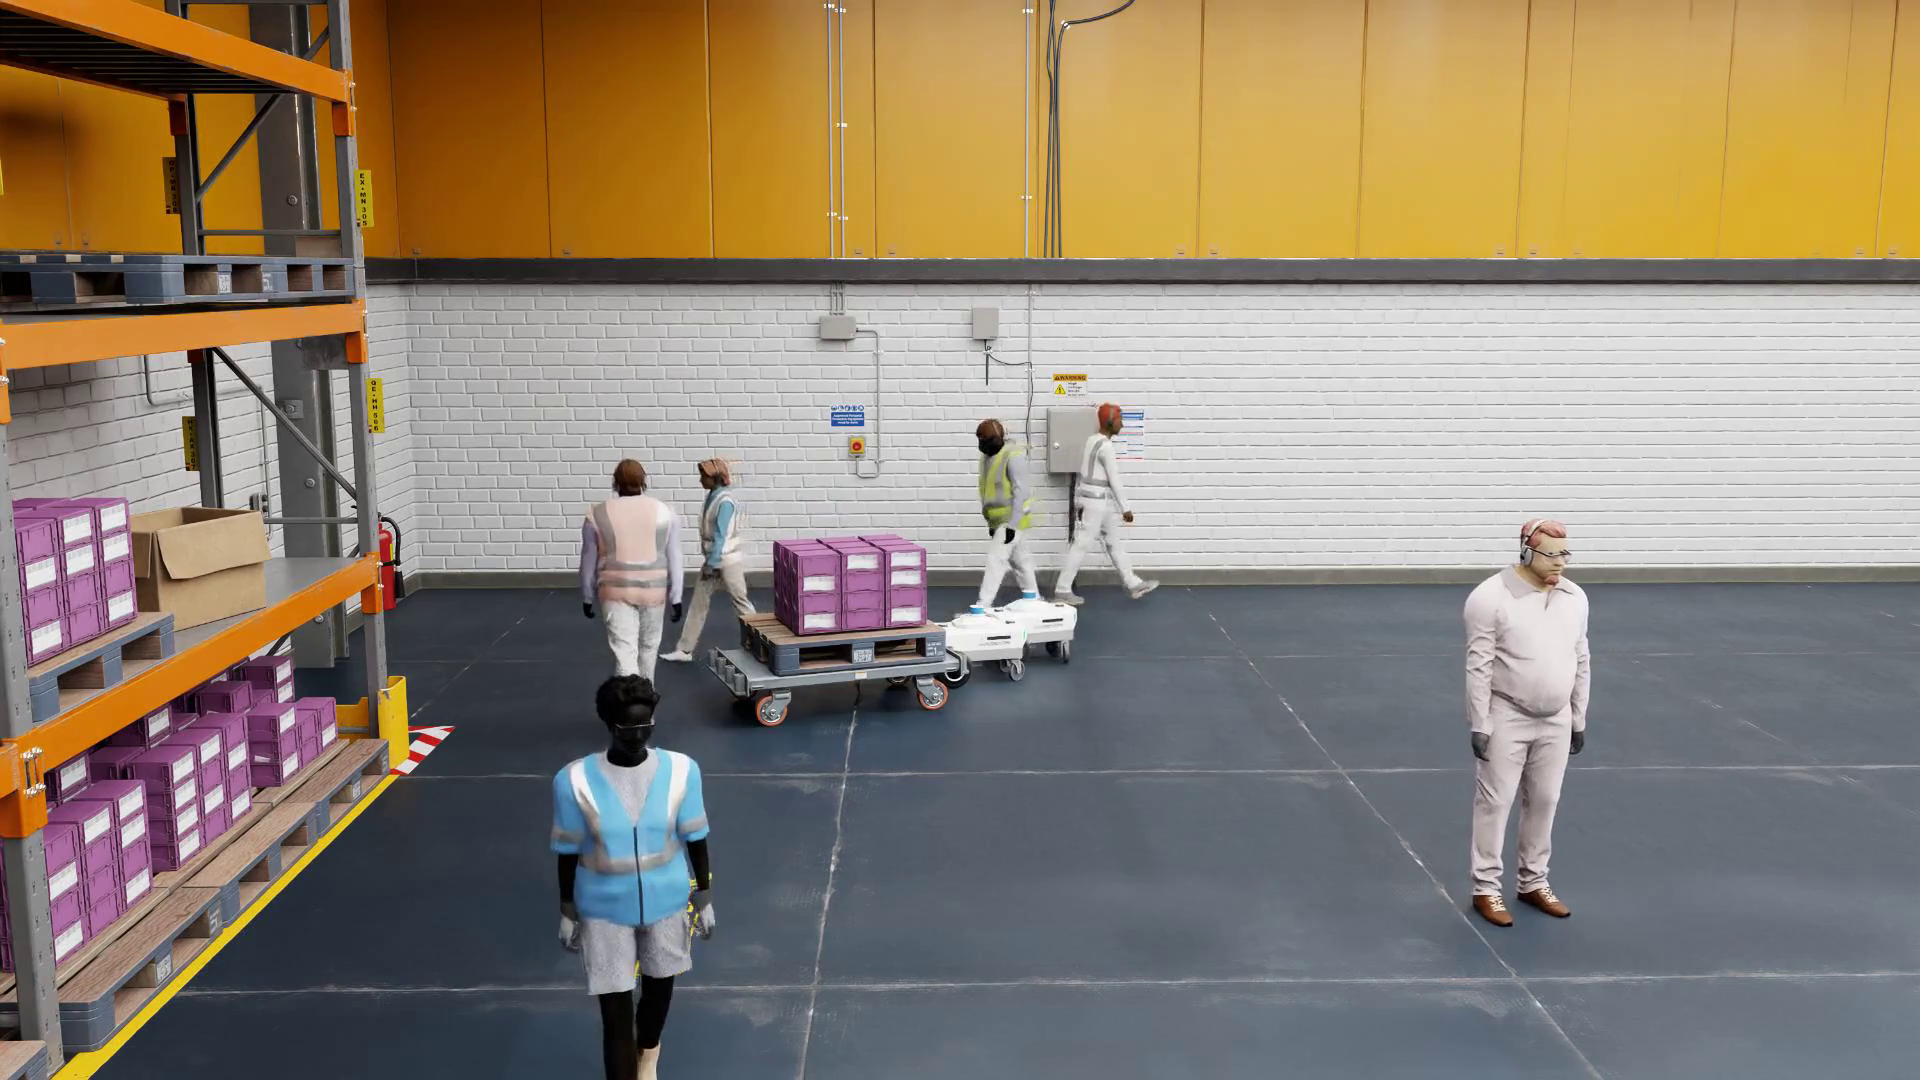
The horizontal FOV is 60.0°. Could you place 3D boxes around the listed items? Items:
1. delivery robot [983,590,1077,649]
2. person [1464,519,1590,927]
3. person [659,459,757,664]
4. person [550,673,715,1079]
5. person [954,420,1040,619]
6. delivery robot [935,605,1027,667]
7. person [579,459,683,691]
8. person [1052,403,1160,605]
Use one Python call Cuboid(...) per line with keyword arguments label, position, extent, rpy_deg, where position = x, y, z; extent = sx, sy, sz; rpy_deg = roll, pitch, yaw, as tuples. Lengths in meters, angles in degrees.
Cuboid(label="delivery robot", position=(0.535, 0.627, 12.836), extent=(0.707, 0.478, 0.477), rpy_deg=(-4, 10, -22))
Cuboid(label="person", position=(2.655, 0.836, 7.753), extent=(0.643, 1.896, 0.405), rpy_deg=(-3, 10, -15))
Cuboid(label="person", position=(-1.851, 0.172, 12.744), extent=(0.842, 1.597, 0.512), rpy_deg=(-5, 11, -29))
Cuboid(label="person", position=(-1.130, 1.269, 5.773), extent=(0.542, 1.674, 0.713), rpy_deg=(-4, 10, -22))
Cuboid(label="person", position=(0.327, -0.136, 14.146), extent=(1.019, 1.756, 0.637), rpy_deg=(-4, 10, -24))
Cuboid(label="delivery robot", position=(0.124, 0.722, 12.257), extent=(0.707, 0.478, 0.477), rpy_deg=(-2, 9, -15))
Cuboid(label="person", position=(-2.175, 0.361, 10.983), extent=(0.650, 1.791, 0.951), rpy_deg=(-3, 10, -18))
Cuboid(label="person", position=(1.308, -0.315, 14.996), extent=(1.027, 1.823, 0.567), rpy_deg=(-1, 9, -4))
